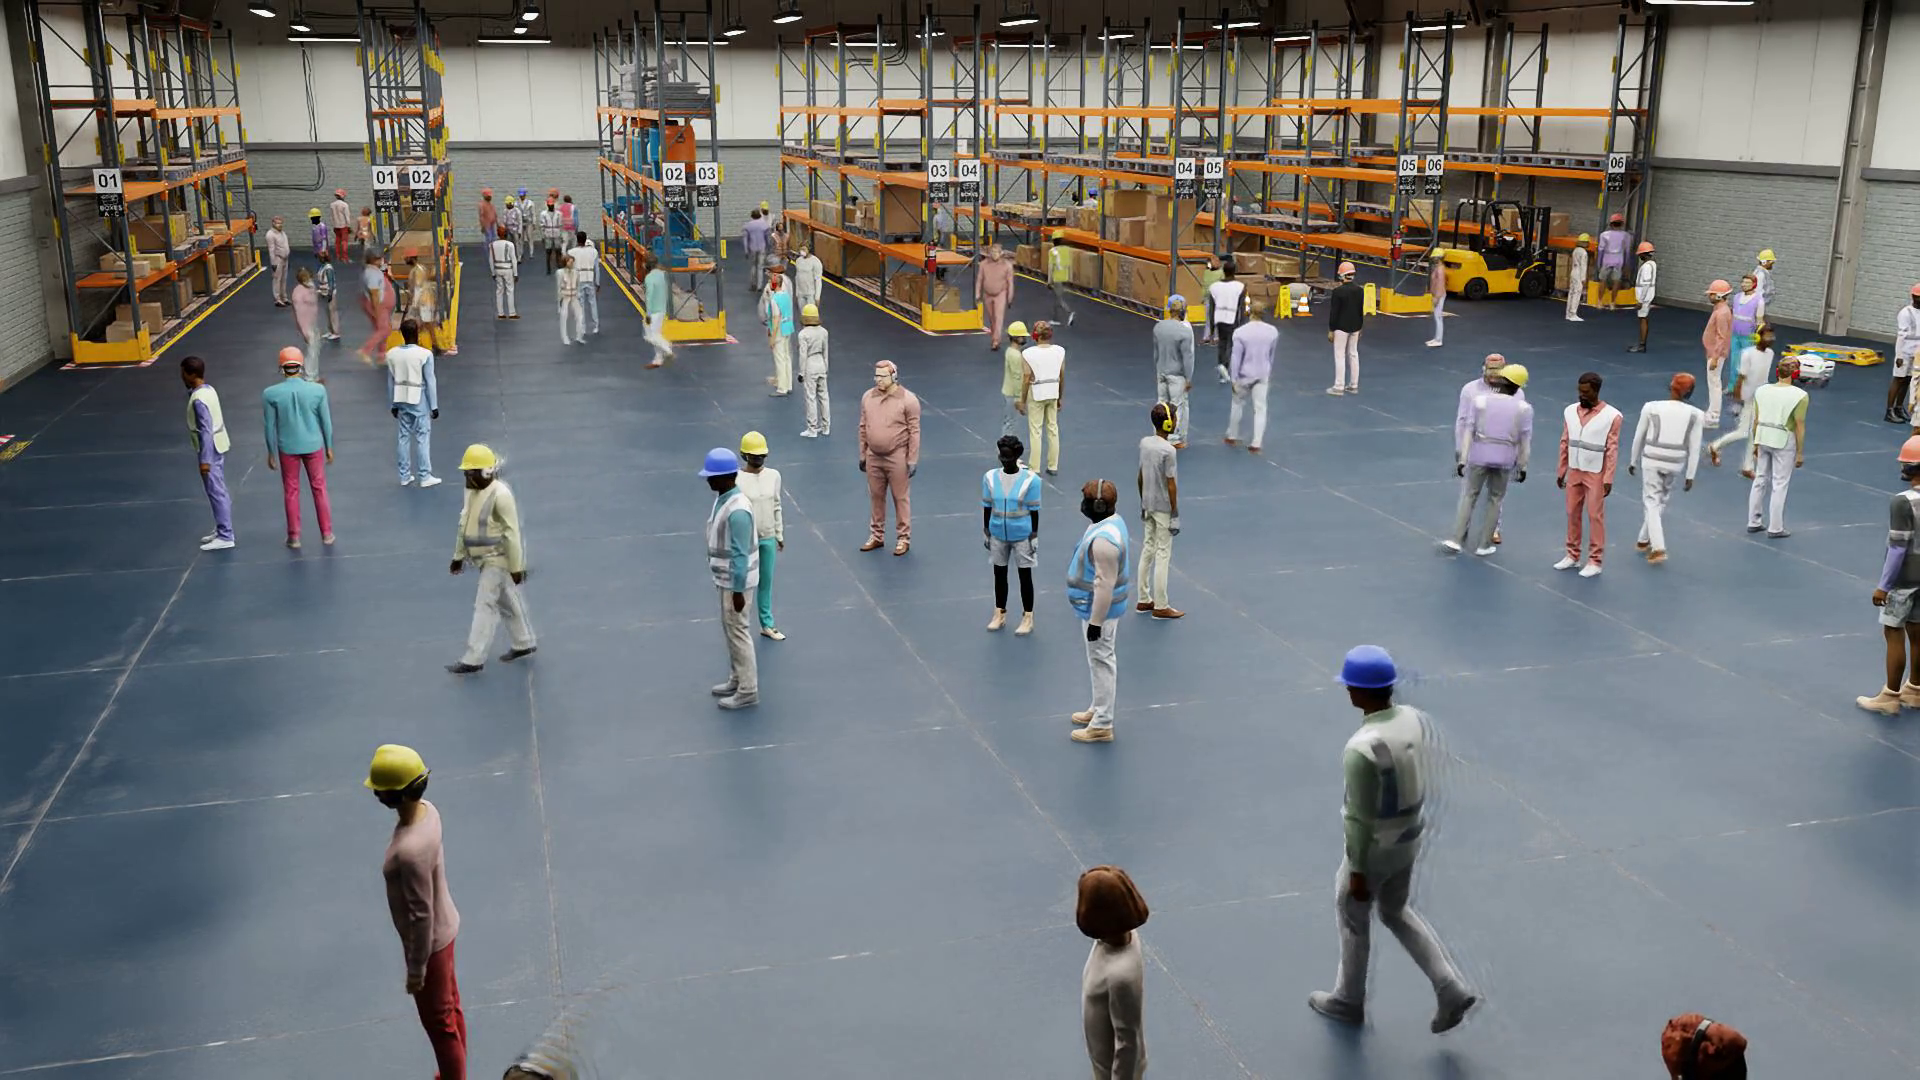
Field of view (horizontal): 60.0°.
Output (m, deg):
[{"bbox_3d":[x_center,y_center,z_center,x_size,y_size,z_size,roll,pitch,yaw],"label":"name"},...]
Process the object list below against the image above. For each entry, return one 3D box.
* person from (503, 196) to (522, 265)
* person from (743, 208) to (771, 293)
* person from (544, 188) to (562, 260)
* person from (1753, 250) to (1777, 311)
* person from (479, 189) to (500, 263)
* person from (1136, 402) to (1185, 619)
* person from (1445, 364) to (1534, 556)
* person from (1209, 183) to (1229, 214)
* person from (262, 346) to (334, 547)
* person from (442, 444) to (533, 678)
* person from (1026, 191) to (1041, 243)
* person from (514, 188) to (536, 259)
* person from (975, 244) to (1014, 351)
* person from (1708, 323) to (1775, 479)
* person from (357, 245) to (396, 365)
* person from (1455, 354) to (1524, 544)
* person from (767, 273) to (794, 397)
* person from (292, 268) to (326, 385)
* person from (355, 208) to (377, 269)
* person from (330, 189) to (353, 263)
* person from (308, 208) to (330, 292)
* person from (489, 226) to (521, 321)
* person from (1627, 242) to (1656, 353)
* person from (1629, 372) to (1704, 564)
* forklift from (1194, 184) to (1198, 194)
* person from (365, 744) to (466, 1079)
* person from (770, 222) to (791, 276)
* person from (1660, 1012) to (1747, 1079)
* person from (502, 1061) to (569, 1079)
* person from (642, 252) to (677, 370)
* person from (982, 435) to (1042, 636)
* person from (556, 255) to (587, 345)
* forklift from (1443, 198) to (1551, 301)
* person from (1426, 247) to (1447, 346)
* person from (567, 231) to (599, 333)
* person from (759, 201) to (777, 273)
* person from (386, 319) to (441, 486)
[{"bbox_3d":[-11.945,-8.252,44.385,0.591,1.834,0.404,8,17,27],"label":"person"},{"bbox_3d":[-4.642,-6.671,38.314,0.647,1.894,0.956,0,15,1],"label":"person"},{"bbox_3d":[-11.149,-8.678,45.746,0.760,1.967,0.639,-12,19,-38],"label":"person"},{"bbox_3d":[13.853,-4.101,28.766,0.404,1.830,0.602,7,17,26],"label":"person"},{"bbox_3d":[-12.761,-8.525,45.120,0.426,1.989,0.635,5,16,18],"label":"person"},{"bbox_3d":[1.718,-0.254,14.220,0.323,1.871,0.528,-8,17,-28],"label":"person"},{"bbox_3d":[5.197,-0.780,16.184,0.666,1.875,0.448,6,16,20],"label":"person"},{"bbox_3d":[7.900,-9.939,50.626,0.611,1.880,0.943,5,16,18],"label":"person"},{"bbox_3d":[-6.552,-0.927,16.517,0.624,1.992,0.390,-7,17,-26],"label":"person"},{"bbox_3d":[-3.713,0.154,12.832,0.882,1.794,0.599,-11,19,-37],"label":"person"},{"bbox_3d":[2.269,-9.993,51.386,0.500,1.600,0.753,2,15,6],"label":"person"},{"bbox_3d":[-12.104,-8.796,46.218,0.614,1.942,0.406,-1,15,-3],"label":"person"},{"bbox_3d":[0.633,-4.352,29.649,0.647,1.867,0.966,5,16,19],"label":"person"},{"bbox_3d":[9.228,-1.652,19.522,0.527,1.851,0.651,-7,16,-24],"label":"person"},{"bbox_3d":[-9.662,-3.889,27.571,0.616,2.000,0.688,-6,16,-21],"label":"person"},{"bbox_3d":[5.268,-0.910,16.617,0.637,1.911,0.406,4,15,15],"label":"person"},{"bbox_3d":[-2.672,-3.058,24.816,0.372,1.843,0.570,4,15,13],"label":"person"},{"bbox_3d":[-9.909,-3.223,25.372,0.369,1.890,0.841,-1,15,-3],"label":"person"},{"bbox_3d":[-15.582,-7.892,43.513,0.545,1.585,0.860,3,15,11],"label":"person"},{"bbox_3d":[-16.732,-8.494,45.036,0.600,1.977,0.435,7,16,25],"label":"person"},{"bbox_3d":[-14.647,-6.614,38.059,0.395,1.920,0.589,-13,20,-41],"label":"person"},{"bbox_3d":[-9.133,-5.347,33.356,0.584,1.882,0.339,5,16,17],"label":"person"},{"bbox_3d":[11.944,-4.239,29.105,0.373,1.928,0.543,8,17,28],"label":"person"},{"bbox_3d":[6.765,-0.708,15.964,0.581,1.841,0.899,2,15,8],"label":"person"},{"bbox_3d":[7.392,-11.333,53.972,1.873,2.768,1.129,-4,15,-15],"label":"forklift"},{"bbox_3d":[-2.301,1.698,7.081,0.329,1.765,0.526,-3,15,-12],"label":"person"},{"bbox_3d":[-4.087,-6.420,37.865,0.515,1.640,0.315,-10,18,-32],"label":"person"},{"bbox_3d":[2.041,2.235,4.831,0.357,1.882,0.577,10,18,34],"label":"person"},{"bbox_3d":[-1.130,2.300,4.590,0.624,1.875,1.052,5,16,19],"label":"person"},{"bbox_3d":[-4.934,-3.714,27.124,0.513,1.928,0.645,2,15,9],"label":"person"},{"bbox_3d":[0.424,-0.045,13.780,0.530,1.689,0.321,6,16,22],"label":"person"},{"bbox_3d":[-7.025,-4.313,29.983,0.535,1.619,0.605,-13,20,-41],"label":"person"},{"bbox_3d":[11.913,-6.508,37.130,2.313,2.155,1.214,-4,15,-15],"label":"forklift"},{"bbox_3d":[8.567,-4.367,29.900,0.330,1.765,0.533,4,15,14],"label":"person"},{"bbox_3d":[-7.134,-4.888,31.564,0.590,1.919,0.395,-5,16,-19],"label":"person"},{"bbox_3d":[-4.963,-7.723,42.426,0.608,1.813,0.489,-4,15,-15],"label":"person"},{"bbox_3d":[-6.301,-1.572,19.129,0.607,1.906,0.407,5,16,17],"label":"person"}]
